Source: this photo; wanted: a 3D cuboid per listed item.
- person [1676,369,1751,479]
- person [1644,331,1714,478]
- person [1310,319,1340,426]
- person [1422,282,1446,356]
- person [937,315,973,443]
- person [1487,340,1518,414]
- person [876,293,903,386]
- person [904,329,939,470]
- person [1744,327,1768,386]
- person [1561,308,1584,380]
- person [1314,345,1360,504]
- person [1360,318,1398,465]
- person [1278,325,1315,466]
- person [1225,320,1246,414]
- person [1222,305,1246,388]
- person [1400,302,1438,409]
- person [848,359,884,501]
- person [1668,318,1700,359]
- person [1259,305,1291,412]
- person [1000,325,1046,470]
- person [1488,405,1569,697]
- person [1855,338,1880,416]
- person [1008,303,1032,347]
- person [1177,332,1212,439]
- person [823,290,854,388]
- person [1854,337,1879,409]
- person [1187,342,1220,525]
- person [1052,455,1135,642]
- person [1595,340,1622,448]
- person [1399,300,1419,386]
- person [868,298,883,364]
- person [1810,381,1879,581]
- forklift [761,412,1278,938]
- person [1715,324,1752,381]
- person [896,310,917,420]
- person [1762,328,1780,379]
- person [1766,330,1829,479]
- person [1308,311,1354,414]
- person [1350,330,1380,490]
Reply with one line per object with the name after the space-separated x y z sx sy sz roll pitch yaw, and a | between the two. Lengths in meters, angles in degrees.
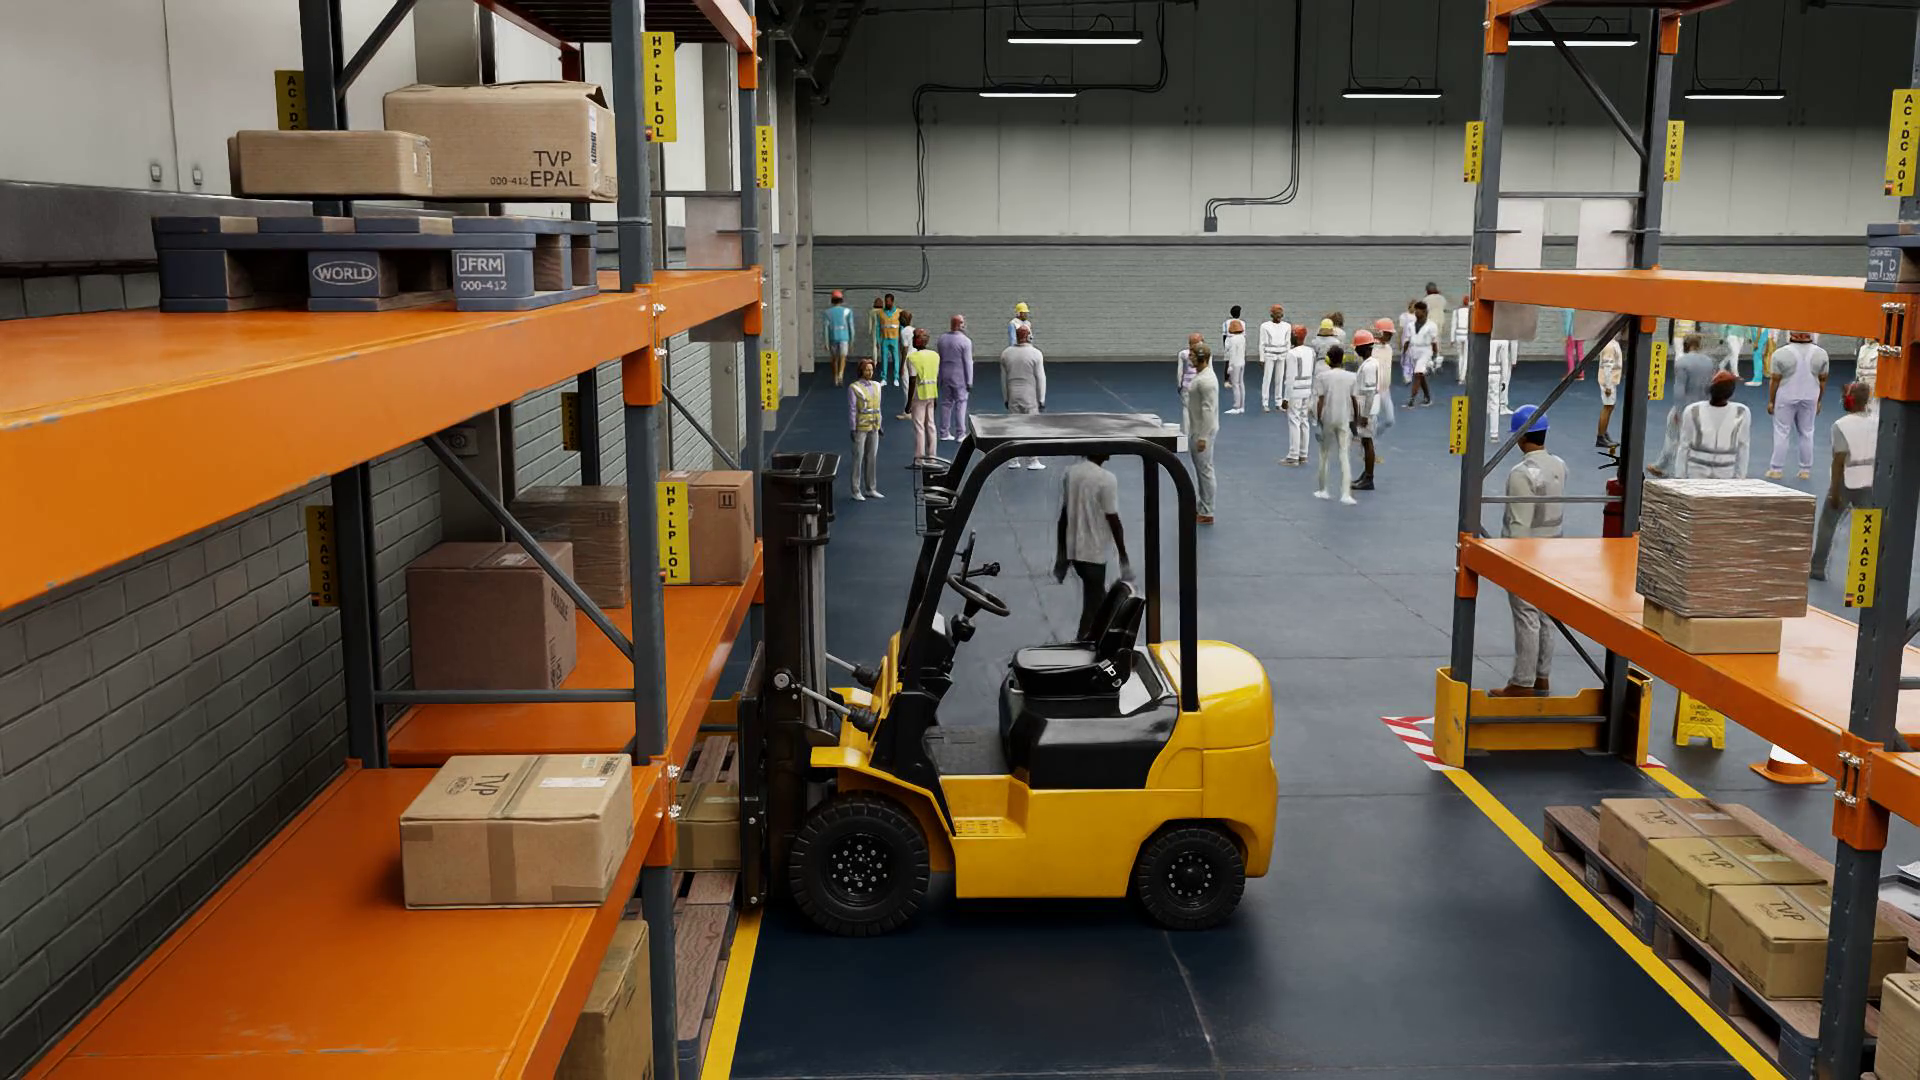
6.724 -0.603 14.909 0.608 1.865 0.472 3 11 16 | person
9.062 -1.650 20.701 0.654 1.882 1.040 -4 11 -22 | person
5.931 -2.719 27.037 0.491 1.744 0.295 4 11 19 | person
11.509 -5.316 40.674 0.694 2.000 0.653 -4 11 -20 | person
-0.040 -2.411 24.909 0.641 1.899 0.397 9 14 42 | person
9.415 -3.140 28.938 0.395 1.910 0.586 -7 13 -35 | person
-1.449 -4.163 34.592 0.591 1.917 0.379 2 10 10 | person
-0.494 -1.839 21.857 0.388 1.846 0.579 9 13 40 | person
16.581 -4.111 34.562 0.361 1.831 0.519 6 12 29 | person
13.290 -4.446 36.002 0.640 1.978 0.427 -5 12 -28 | person
4.359 -1.326 19.139 0.550 1.812 0.840 0 10 -2 | person
5.607 -1.991 22.342 0.625 1.973 0.444 -7 13 -35 | person
4.513 -1.935 22.284 0.355 1.882 0.576 9 14 41 | person
4.811 -3.016 28.996 0.282 1.633 0.501 7 12 35 | person
5.595 -3.931 33.917 0.540 1.695 0.317 10 14 43 | person
8.310 -3.336 30.028 1.024 1.916 0.614 -8 13 -37 | person
-1.094 -1.278 19.298 0.306 1.639 0.523 9 13 41 | person
16.049 -4.502 36.846 0.664 1.825 0.729 1 10 6 | person
5.540 -3.187 29.253 0.580 1.883 0.352 -2 10 -12 | person
0.849 -1.869 21.848 0.643 1.909 0.410 6 12 30 | person
3.695 0.095 10.805 0.402 1.942 0.603 10 14 43 | person
14.215 -2.477 25.996 0.320 1.633 0.520 -3 11 -15 | person
1.173 -3.602 31.708 0.403 1.833 0.590 8 13 36 | person
3.505 -2.276 24.856 0.524 1.639 0.308 3 11 15 | person
-2.515 -4.151 34.293 0.612 2.013 0.925 1 10 3 | person
16.205 -3.287 29.718 0.596 1.915 0.370 -6 12 -29 | person
2.557 -1.122 17.599 0.372 1.939 0.629 1 10 4 | person
0.888 0.133 10.878 0.545 1.848 0.505 -6 12 -28 | person
9.490 -2.298 24.200 0.386 1.924 0.548 5 11 27 | person
9.401 -4.093 34.563 0.508 1.784 0.927 0 10 -2 | person
-1.962 -5.023 40.174 0.497 1.634 0.279 0 10 3 | person
7.748 -0.467 14.369 0.577 1.796 0.964 -3 11 -18 | person
0.291 0.548 7.580 2.313 2.155 1.214 0 10 -2 | forklift
16.733 -4.406 36.019 0.633 1.907 0.874 -3 10 -14 | person
-0.890 -2.944 28.005 0.327 1.843 0.514 4 11 21 | person
17.803 -4.411 36.395 0.320 1.769 0.523 3 11 18 | person
10.531 -1.787 21.013 0.683 2.000 0.538 1 10 8 | person
6.418 -3.041 28.676 0.912 1.813 0.524 -6 12 -28 | person
4.881 -1.566 20.101 0.385 1.927 0.546 3 11 14 | person
